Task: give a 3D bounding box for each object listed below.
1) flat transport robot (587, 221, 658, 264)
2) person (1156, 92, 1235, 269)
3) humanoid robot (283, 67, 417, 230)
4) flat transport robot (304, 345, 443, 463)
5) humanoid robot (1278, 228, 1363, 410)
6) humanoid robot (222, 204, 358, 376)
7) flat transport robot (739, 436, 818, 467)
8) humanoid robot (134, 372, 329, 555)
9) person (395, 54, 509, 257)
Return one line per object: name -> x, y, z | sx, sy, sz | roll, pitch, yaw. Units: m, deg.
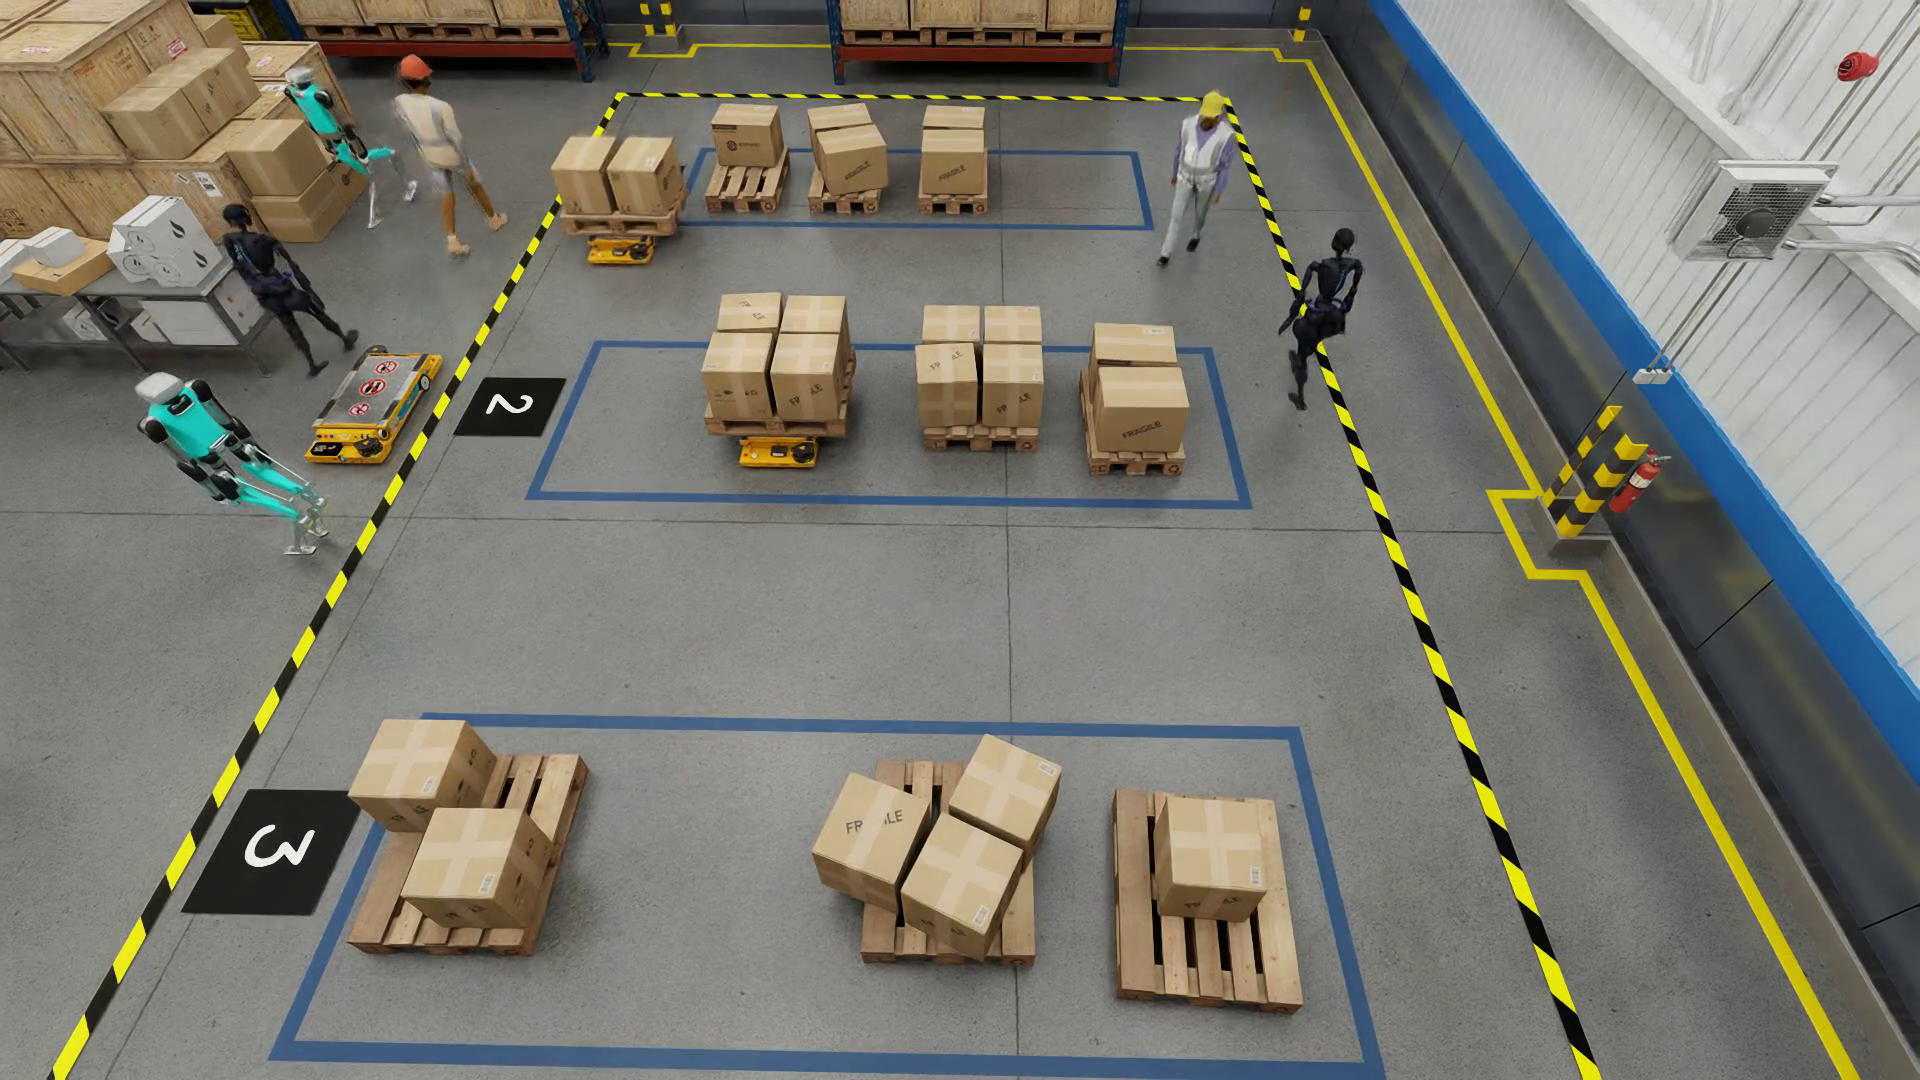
flat transport robot -> -3.726, -3.617, 10.409 | 0.652, 0.197, 1.431 | 1, 50, 1
person -> 2.455, -3.719, 9.522 | 0.605, 1.780, 0.901 | 19, 52, 15
humanoid robot -> -6.658, -4.477, 10.223 | 0.530, 1.773, 1.002 | 14, 51, 12
flat transport robot -> -5.383, -1.269, 8.441 | 0.659, 0.231, 1.431 | 1, 50, 1
humanoid robot -> 3.176, -2.009, 8.169 | 0.609, 1.622, 0.756 | -7, 50, -6
humanoid robot -> -6.238, -2.339, 8.441 | 0.595, 1.646, 0.641 | 1, 50, 1
flat transport robot -> -1.582, -1.235, 8.394 | 0.652, 0.197, 1.431 | 1, 50, 1
humanoid robot -> -5.176, -0.496, 6.736 | 0.735, 1.677, 0.533 | 10, 50, 8
person -> -5.419, -4.000, 9.619 | 0.614, 2.006, 0.997 | 4, 50, 4
